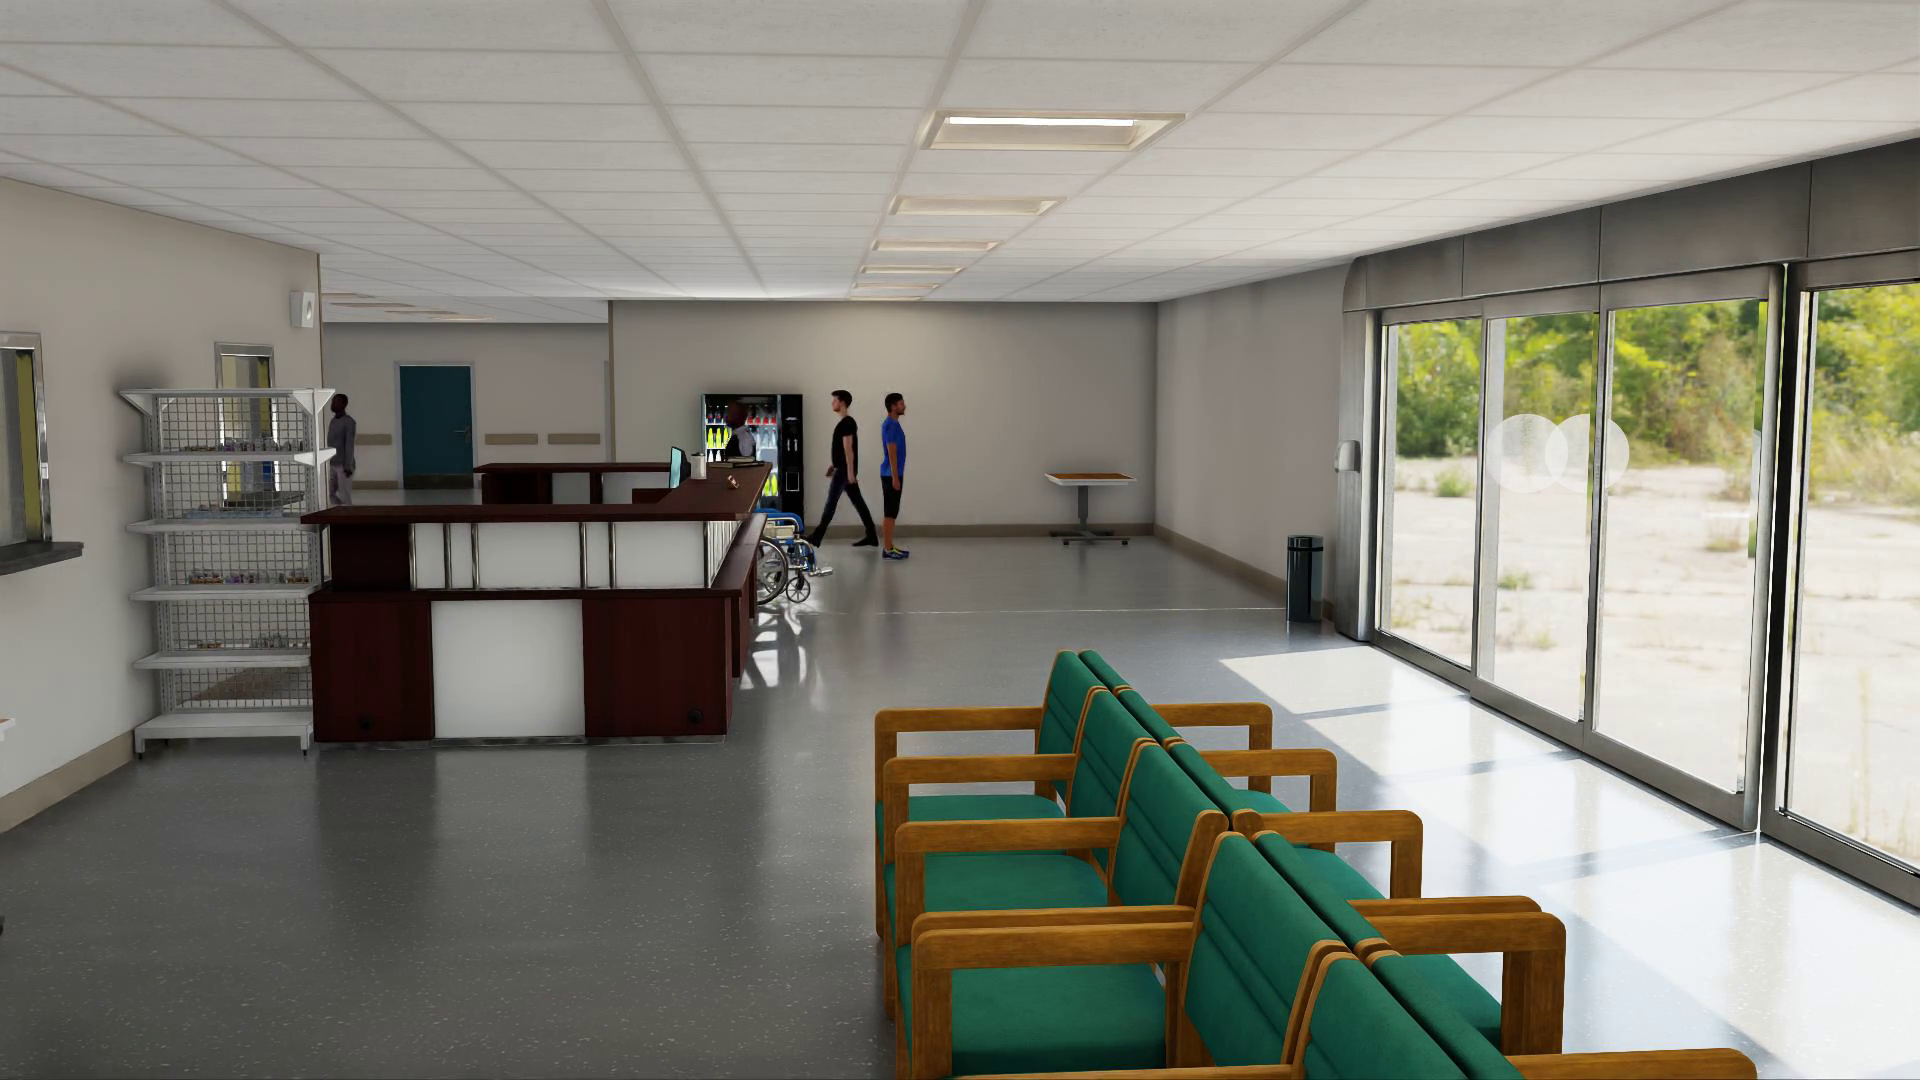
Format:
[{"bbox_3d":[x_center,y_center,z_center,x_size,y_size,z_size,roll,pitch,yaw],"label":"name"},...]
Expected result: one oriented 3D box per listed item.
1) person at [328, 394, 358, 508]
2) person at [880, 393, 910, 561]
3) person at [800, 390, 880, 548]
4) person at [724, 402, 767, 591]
[{"bbox_3d":[-7.707,-0.922,20.952,0.831,1.823,0.891,5,7,40],"label":"person"},{"bbox_3d":[-0.765,-0.727,18.785,0.576,1.869,0.630,0,6,1],"label":"person"},{"bbox_3d":[-1.252,-0.792,19.562,1.221,1.844,0.752,0,6,1],"label":"person"},{"bbox_3d":[-2.003,-0.412,15.944,0.935,1.810,0.804,-2,6,-22],"label":"person"}]
